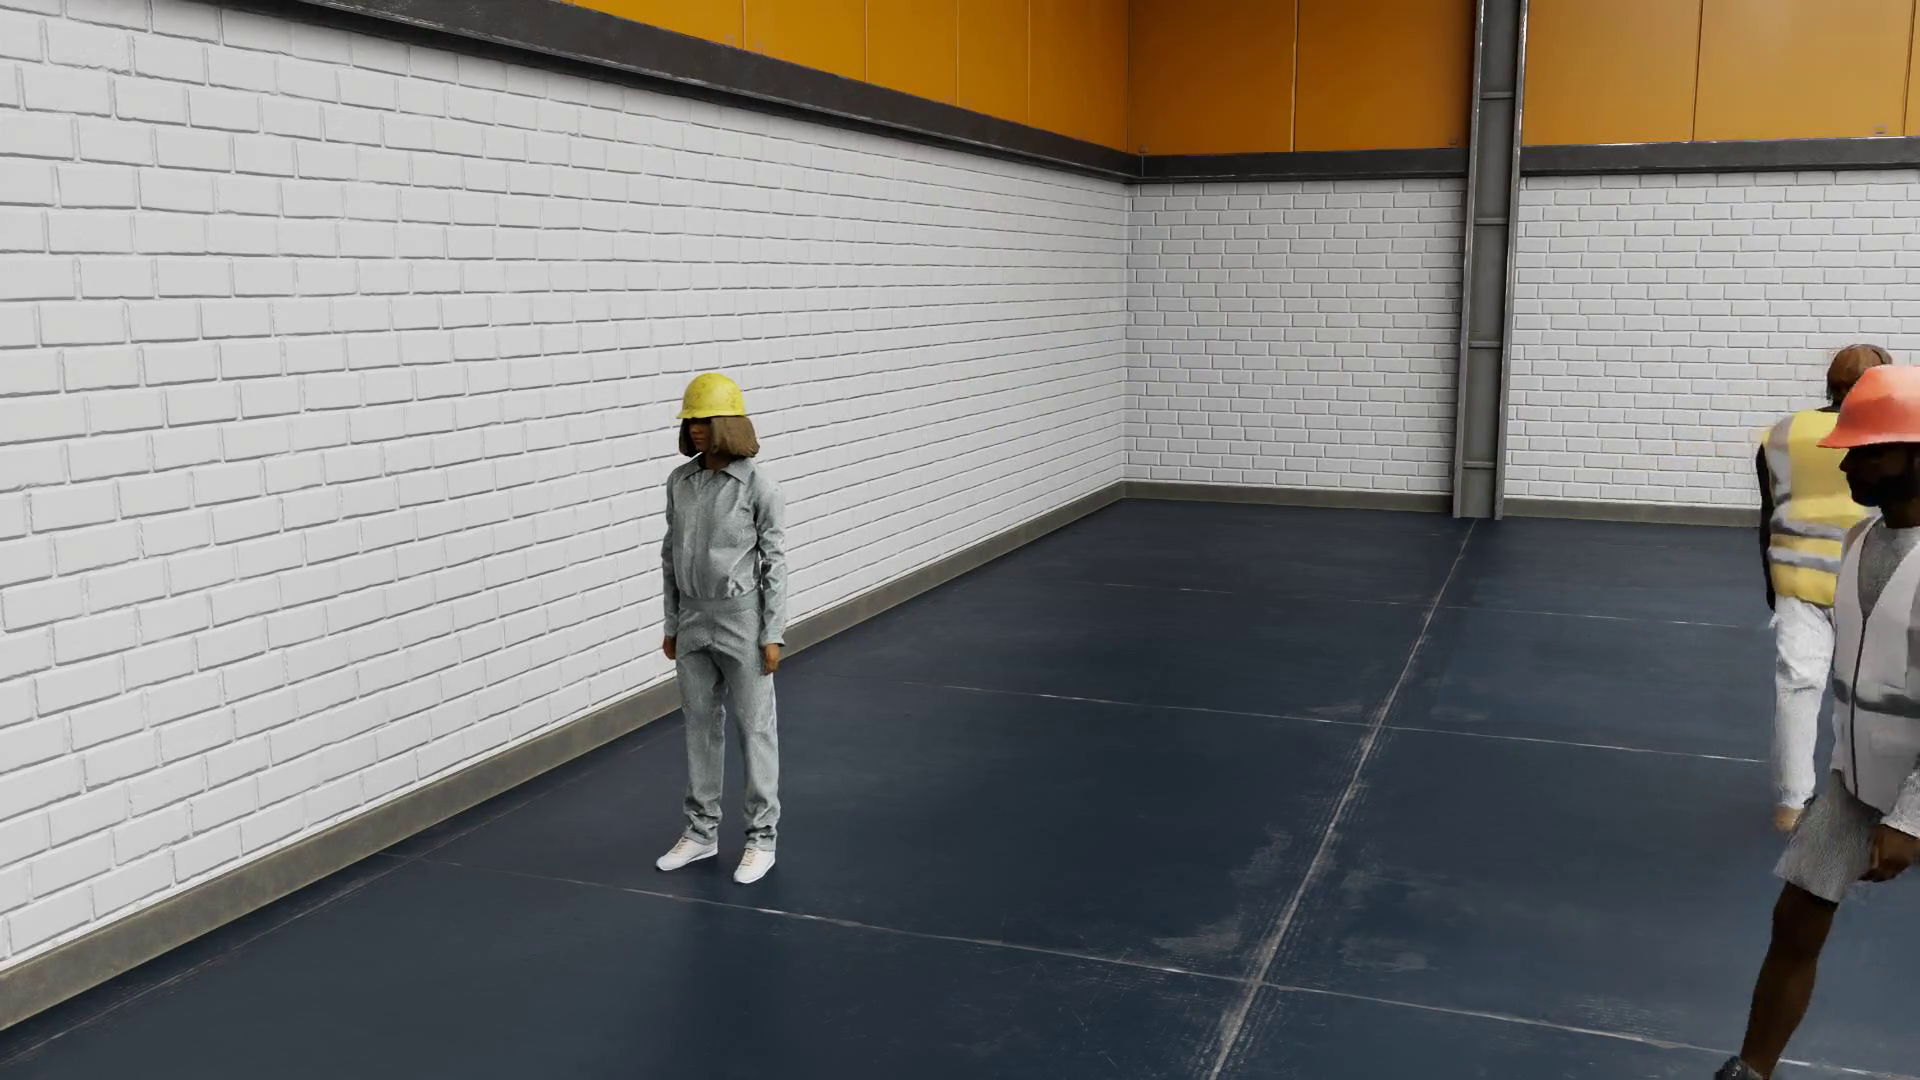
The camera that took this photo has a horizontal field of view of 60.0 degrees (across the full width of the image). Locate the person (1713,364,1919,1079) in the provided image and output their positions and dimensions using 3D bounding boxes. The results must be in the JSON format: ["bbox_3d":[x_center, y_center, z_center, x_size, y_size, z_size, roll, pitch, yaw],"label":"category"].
[{"bbox_3d":[2.197,0.536,3.842,1.042,1.881,0.545,-2,9,-10],"label":"person"}]

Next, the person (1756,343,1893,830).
[{"bbox_3d":[3.301,0.183,6.219,0.580,1.823,0.628,-8,12,-43],"label":"person"}]

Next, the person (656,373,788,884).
[{"bbox_3d":[-0.820,0.302,5.689,0.485,1.744,0.309,5,10,28],"label":"person"}]
